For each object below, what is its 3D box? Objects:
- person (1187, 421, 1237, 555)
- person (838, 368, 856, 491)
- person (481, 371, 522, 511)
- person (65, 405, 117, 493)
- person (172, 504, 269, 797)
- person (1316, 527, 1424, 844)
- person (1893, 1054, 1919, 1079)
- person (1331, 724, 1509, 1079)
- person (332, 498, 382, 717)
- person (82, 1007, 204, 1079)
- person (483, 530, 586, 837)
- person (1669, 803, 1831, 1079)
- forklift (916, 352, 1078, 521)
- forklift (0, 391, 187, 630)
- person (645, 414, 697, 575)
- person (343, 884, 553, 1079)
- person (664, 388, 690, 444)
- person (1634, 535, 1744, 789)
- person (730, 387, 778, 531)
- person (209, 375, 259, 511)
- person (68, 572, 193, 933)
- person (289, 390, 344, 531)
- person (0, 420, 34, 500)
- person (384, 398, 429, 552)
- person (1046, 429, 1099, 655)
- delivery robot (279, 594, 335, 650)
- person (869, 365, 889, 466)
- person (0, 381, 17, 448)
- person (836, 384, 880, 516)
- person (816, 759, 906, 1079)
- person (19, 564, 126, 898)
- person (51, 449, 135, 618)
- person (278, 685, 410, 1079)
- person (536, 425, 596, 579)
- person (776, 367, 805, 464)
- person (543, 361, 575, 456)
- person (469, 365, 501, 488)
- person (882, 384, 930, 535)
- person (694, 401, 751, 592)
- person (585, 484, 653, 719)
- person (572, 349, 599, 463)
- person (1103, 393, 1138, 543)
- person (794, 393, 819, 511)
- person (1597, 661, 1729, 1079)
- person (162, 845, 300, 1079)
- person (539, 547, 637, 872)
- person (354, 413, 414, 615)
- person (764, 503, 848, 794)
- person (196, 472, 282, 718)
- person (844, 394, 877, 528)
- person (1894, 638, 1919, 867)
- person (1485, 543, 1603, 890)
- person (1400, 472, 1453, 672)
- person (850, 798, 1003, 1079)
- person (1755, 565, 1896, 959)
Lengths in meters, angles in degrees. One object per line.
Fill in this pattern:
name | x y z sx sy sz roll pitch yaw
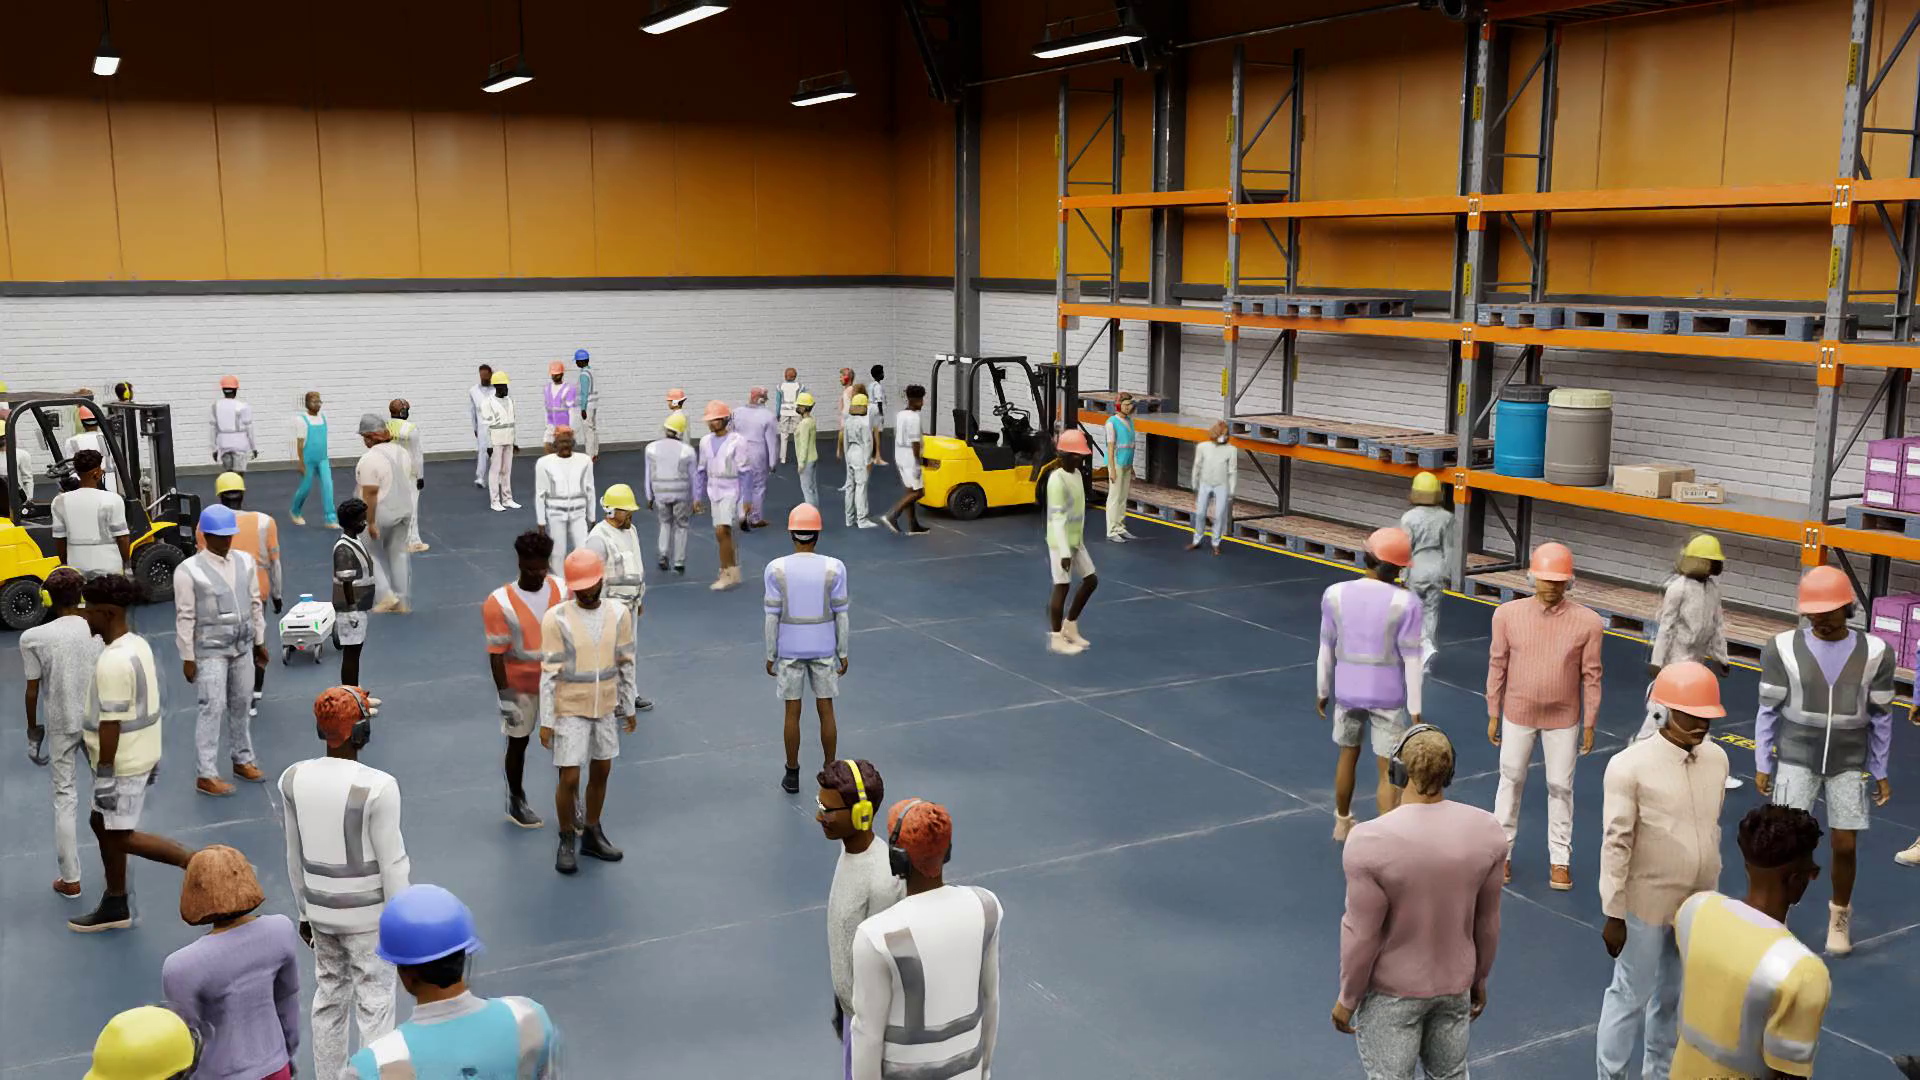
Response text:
person | 3.010 -0.617 19.649 0.538 1.604 0.405 3 10 18
person | -1.640 -1.647 24.925 0.397 1.840 0.577 2 10 10
person | -6.361 -1.374 23.092 0.357 1.930 0.585 5 11 27
person | -9.555 -0.551 18.402 0.557 1.924 0.429 -4 11 -22
person | -4.888 0.714 11.057 0.417 1.936 0.618 5 11 25
person | 2.378 0.909 9.766 0.673 2.005 0.755 6 12 31
person | 4.310 1.485 6.717 0.926 1.892 0.561 5 11 28
person | 1.625 1.598 5.954 0.627 1.941 0.371 -3 10 -15
person | -4.684 0.519 12.876 0.319 1.693 0.532 -2 10 -12
person | -1.924 1.985 4.290 0.540 1.749 0.539 8 12 37
person | -2.539 0.881 10.143 0.668 1.916 0.900 -8 13 -40
person | 2.541 1.737 5.208 1.021 1.910 0.621 -3 10 -18
forklift | 0.460 -1.461 22.833 2.313 2.155 1.214 -5 11 -28
forklift | -9.026 -0.363 16.508 1.214 2.155 2.313 6 11 29
person | -3.162 -0.502 18.405 0.619 1.801 0.449 1 10 7
person | -1.384 1.853 4.507 0.654 1.924 0.584 -9 13 -41
person | -3.810 -1.173 22.440 0.330 1.751 0.565 0 10 2
person | 4.970 0.798 11.285 0.502 1.690 0.919 -6 12 -32
person | -2.681 -1.040 21.383 0.730 1.866 0.678 3 10 15
person | -9.840 -1.272 22.561 0.551 1.916 0.513 0 10 2
person | -4.314 1.120 8.715 0.751 1.926 0.616 -3 10 -18
person | -8.395 -1.038 21.521 0.920 1.817 0.523 6 12 33
person | -10.358 -0.425 18.101 0.525 1.769 0.311 -1 10 -7
person | -6.669 -0.773 19.889 0.634 1.841 0.429 4 10 20
person | 1.004 0.033 14.710 0.501 2.026 0.654 4 11 24
delivery robot | -5.767 0.722 14.709 0.477 0.478 0.707 -1 10 -9
person | -1.382 -2.095 27.912 0.318 1.697 0.533 -3 10 -16
person | -13.565 -1.365 23.542 0.517 1.757 0.335 2 10 14
person | -1.390 -1.238 22.736 0.536 1.783 1.050 -4 11 -22
person | -0.341 1.663 5.820 0.321 1.861 0.514 -3 10 -17
person | -4.923 1.060 9.276 0.507 1.864 0.329 -7 12 -36
person | -7.172 0.219 13.814 0.600 1.967 0.368 0 10 -2
person | -2.438 1.505 6.682 0.577 1.879 0.352 4 11 24
person | -3.882 -0.196 16.502 0.600 1.864 0.746 -4 11 -22
person | -2.858 -2.098 28.133 0.513 1.630 0.318 1 10 3
person | -6.154 -1.753 25.290 0.576 1.919 0.686 3 10 19
person | -7.175 -1.736 25.373 0.596 1.864 1.016 0 10 -3
person | -0.643 -0.987 20.811 0.597 1.943 0.668 -4 10 -19
person | -2.572 -0.453 17.535 0.636 2.015 0.768 7 12 33
person | -2.630 0.471 12.807 0.403 1.818 0.599 3 10 19
person | -6.335 -2.263 28.197 0.416 1.939 0.604 0 10 -1
person | 1.980 -0.897 20.588 0.389 1.846 0.567 6 12 31
person | -1.992 -1.019 21.506 0.296 1.772 0.533 2 10 9
person | 2.822 1.449 6.656 0.622 1.992 0.386 -4 11 -24
person | -2.430 1.817 5.604 0.280 1.624 0.493 5 11 27
person | -2.151 0.974 9.615 0.608 1.919 0.429 -8 12 -37
person | -5.687 -0.264 16.384 0.539 2.000 0.682 5 11 24
person | -1.017 0.716 11.042 0.552 1.933 0.372 -1 10 -7
person | -5.641 0.407 13.021 0.593 1.870 0.792 -7 12 -35
person | -1.312 -1.033 21.674 0.313 1.741 0.487 -9 13 -41
person | 5.721 0.932 9.487 0.377 2.041 0.616 -5 11 -27
person | 3.268 0.988 9.351 0.610 1.985 0.410 4 10 20
person | 3.951 0.291 14.072 0.490 1.733 0.484 -2 10 -14
person | -0.102 1.743 5.319 0.568 1.879 0.349 -9 13 -41
person | 4.380 1.123 8.449 0.624 2.028 0.406 4 11 21
